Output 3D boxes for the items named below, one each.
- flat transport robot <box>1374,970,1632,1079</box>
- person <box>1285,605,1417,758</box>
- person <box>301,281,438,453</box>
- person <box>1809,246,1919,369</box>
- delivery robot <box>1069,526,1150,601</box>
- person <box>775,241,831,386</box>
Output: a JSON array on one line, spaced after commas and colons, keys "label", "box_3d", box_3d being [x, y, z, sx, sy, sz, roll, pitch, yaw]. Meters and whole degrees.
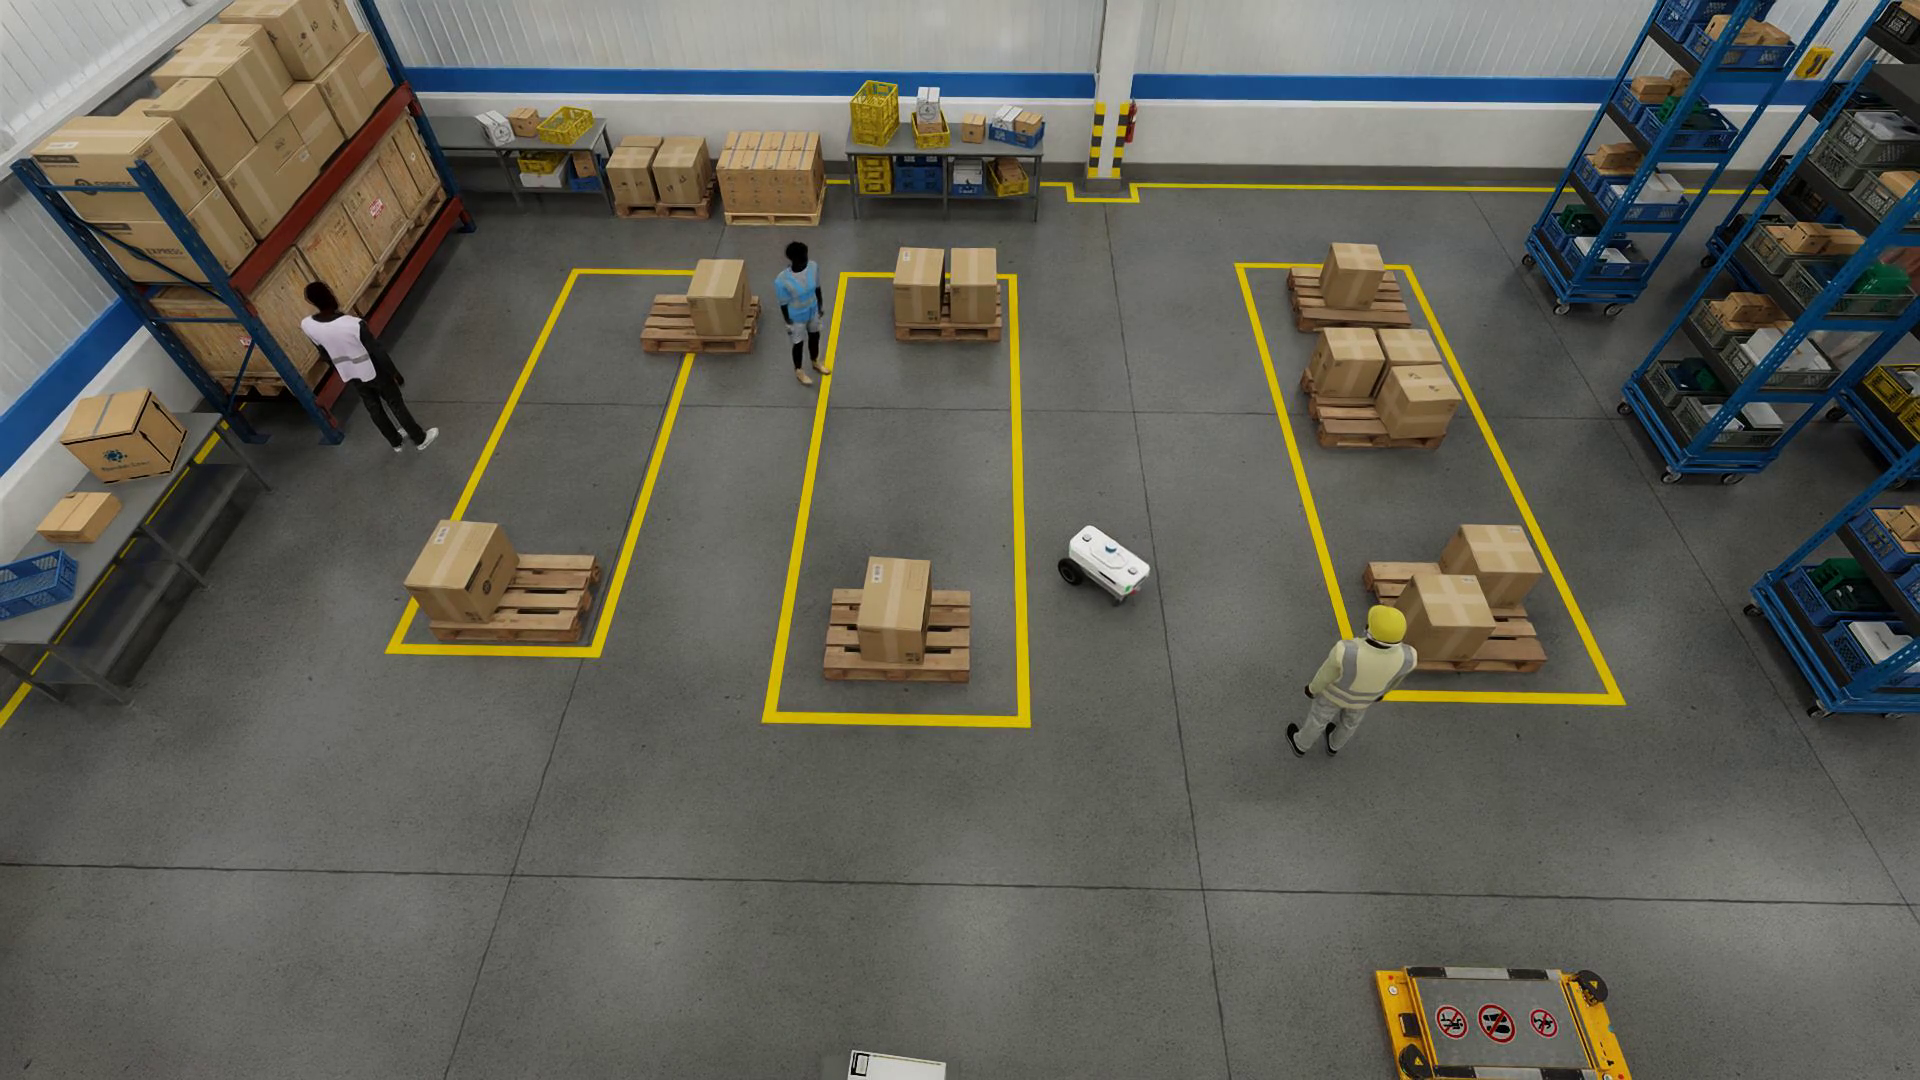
[{"label": "flat transport robot", "box_3d": [3.501, 3.133, 5.914, 1.431, 0.197, 0.652, 1, 51, 1]}, {"label": "person", "box_3d": [2.809, 1.047, 6.611, 0.593, 1.837, 0.404, 1, 51, 1]}, {"label": "person", "box_3d": [-5.652, -1.596, 8.721, 0.606, 1.911, 0.390, 0, 51, 0]}, {"label": "person", "box_3d": [9.557, -2.506, 9.440, 0.551, 1.947, 0.717, -24, 55, -18]}, {"label": "delivery robot", "box_3d": [1.308, 0.190, 8.073, 0.477, 0.478, 0.707, -38, 60, -26]}, {"label": "person", "box_3d": [-1.613, -2.345, 9.473, 0.354, 1.684, 0.547, 34, 59, 25]}]
